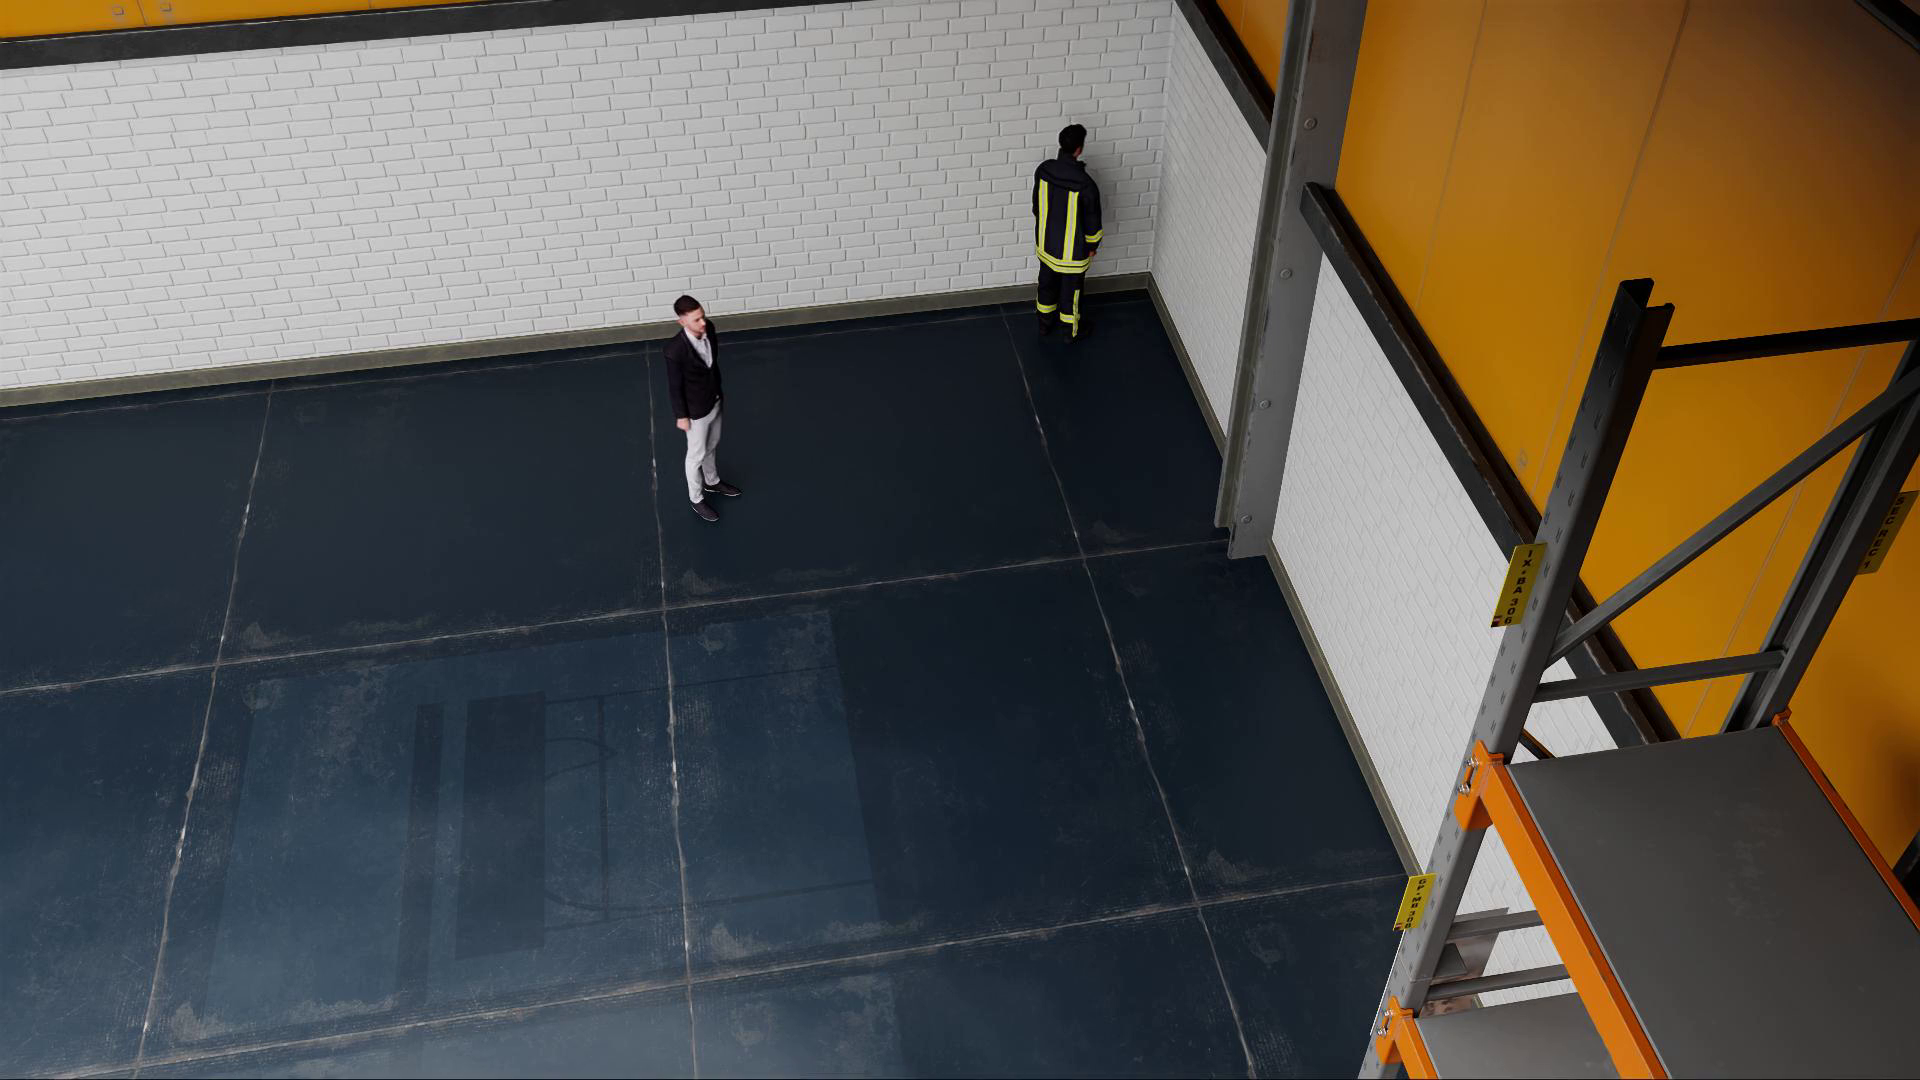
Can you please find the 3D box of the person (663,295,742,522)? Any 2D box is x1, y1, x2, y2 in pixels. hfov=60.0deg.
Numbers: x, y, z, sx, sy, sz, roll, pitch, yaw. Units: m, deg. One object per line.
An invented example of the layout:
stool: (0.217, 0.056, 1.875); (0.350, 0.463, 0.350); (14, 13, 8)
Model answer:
person: (-1.846, -0.978, 11.803); (0.788, 1.843, 0.706); (21, 48, 21)

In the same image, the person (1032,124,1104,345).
person: (0.836, -2.436, 13.272); (0.872, 1.928, 0.939); (27, 50, 25)
